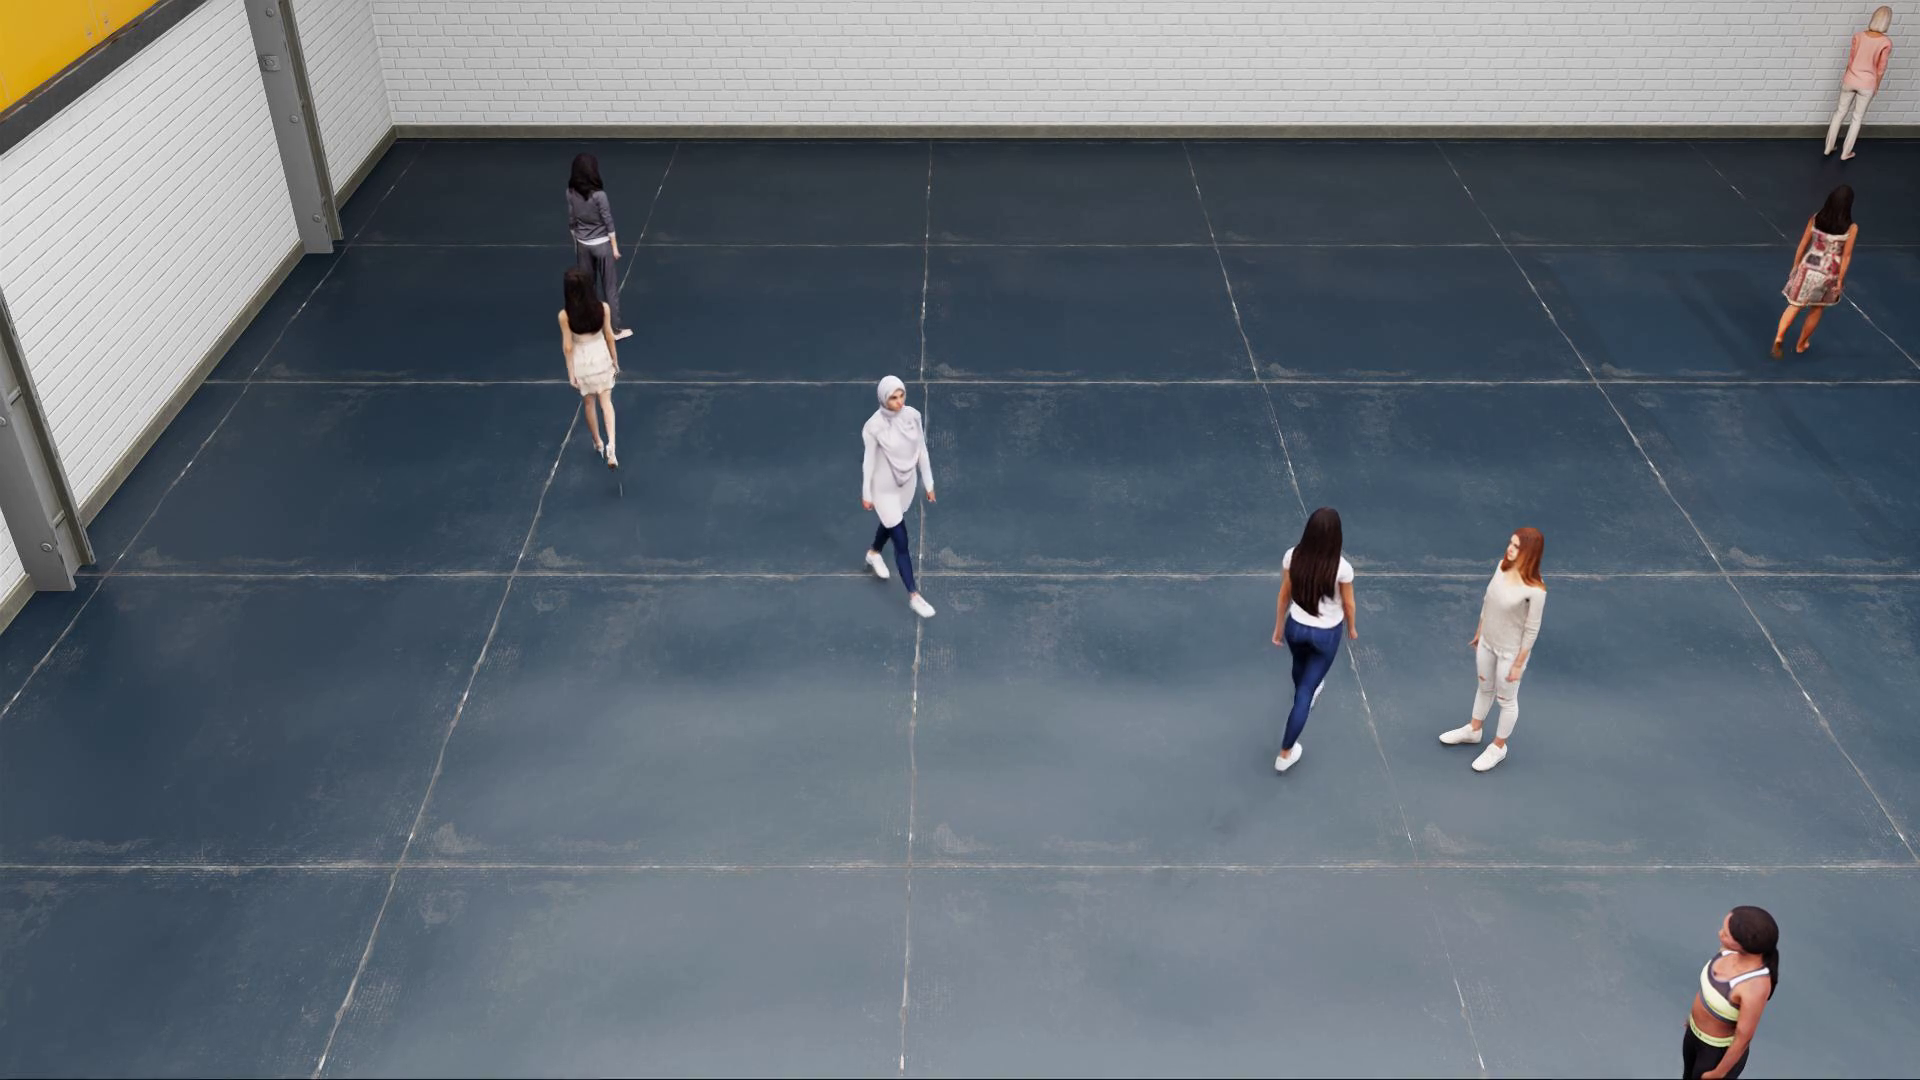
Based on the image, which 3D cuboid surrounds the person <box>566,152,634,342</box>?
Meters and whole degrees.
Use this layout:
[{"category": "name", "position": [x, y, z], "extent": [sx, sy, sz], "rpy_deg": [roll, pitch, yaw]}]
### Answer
[{"category": "person", "position": [-3.306, -2.642, 15.036], "extent": [0.662, 1.765, 0.625], "rpy_deg": [10, 35, 15]}]

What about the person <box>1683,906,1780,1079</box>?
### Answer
[{"category": "person", "position": [3.461, 2.311, 7.593], "extent": [0.652, 1.755, 0.494], "rpy_deg": [6, 34, 8]}]

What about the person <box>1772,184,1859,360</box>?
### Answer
[{"category": "person", "position": [7.551, -2.330, 14.690], "extent": [0.984, 1.627, 1.067], "rpy_deg": [27, 42, 34]}]

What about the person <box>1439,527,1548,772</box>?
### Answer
[{"category": "person", "position": [3.332, 0.636, 10.151], "extent": [0.730, 1.713, 0.614], "rpy_deg": [-13, 36, -19]}]

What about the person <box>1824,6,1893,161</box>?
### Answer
[{"category": "person", "position": [10.246, -5.214, 18.942], "extent": [0.661, 1.724, 0.721], "rpy_deg": [29, 43, 36]}]

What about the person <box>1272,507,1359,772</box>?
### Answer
[{"category": "person", "position": [2.103, 0.650, 10.116], "extent": [1.017, 1.729, 1.170], "rpy_deg": [22, 39, 29]}]

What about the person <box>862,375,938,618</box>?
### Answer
[{"category": "person", "position": [-0.498, -0.378, 11.659], "extent": [1.052, 1.732, 1.212], "rpy_deg": [-21, 39, -28]}]

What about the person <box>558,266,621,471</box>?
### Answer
[{"category": "person", "position": [-2.869, -1.301, 13.061], "extent": [0.765, 1.718, 0.996], "rpy_deg": [-11, 35, -17]}]
